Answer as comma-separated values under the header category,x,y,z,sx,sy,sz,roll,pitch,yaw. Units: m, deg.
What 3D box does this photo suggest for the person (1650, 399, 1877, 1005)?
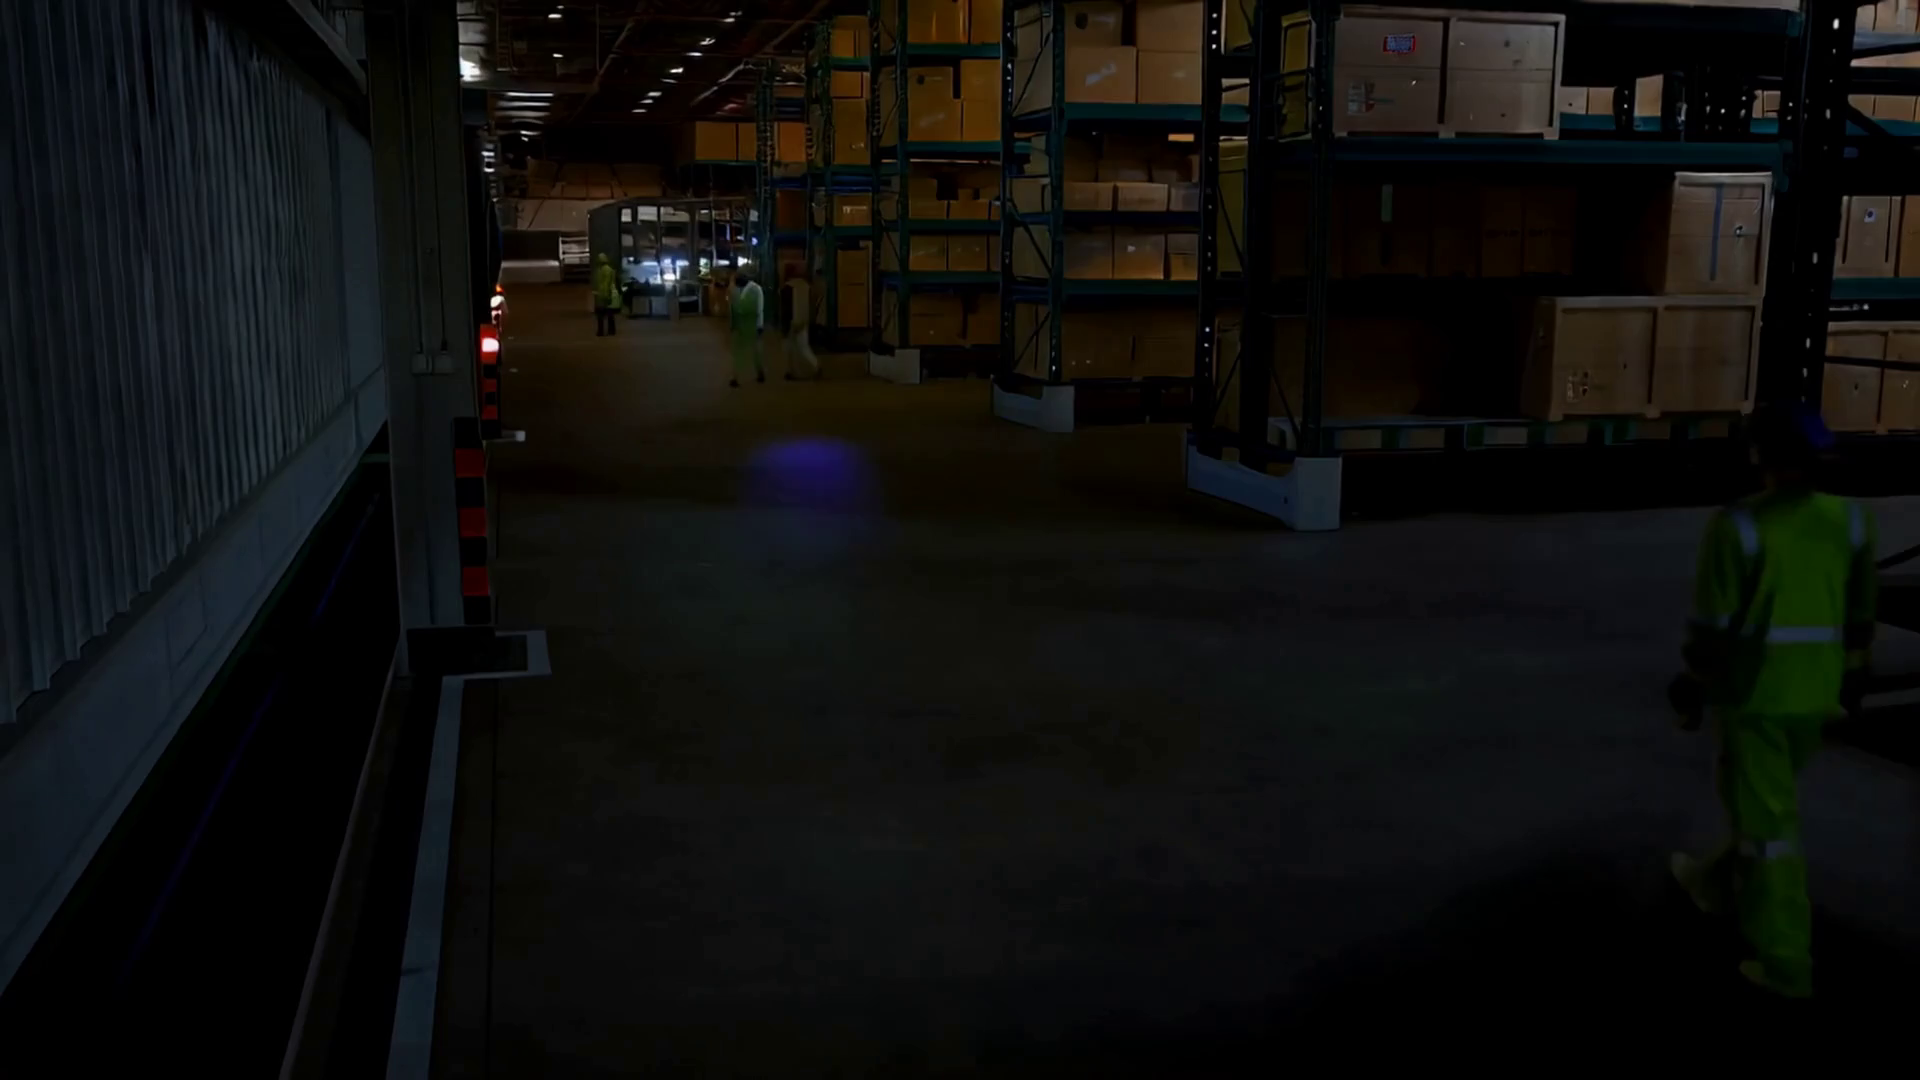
category,x,y,z,sx,sy,sz,roll,pitch,yaw
person,2.201,0.406,4.668,0.545,1.595,0.823,-2,10,-11

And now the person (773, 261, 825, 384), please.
category,x,y,z,sx,sy,sz,roll,pitch,yaw
person,-2.365,-3.169,24.342,0.717,1.816,0.666,6,12,33

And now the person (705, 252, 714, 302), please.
category,x,y,z,sx,sy,sz,roll,pitch,yaw
person,-9.221,-9.658,61.058,0.588,1.822,0.403,-7,12,-35

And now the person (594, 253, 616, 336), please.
category,x,y,z,sx,sy,sz,roll,pitch,yaw
person,-8.055,-5.564,37.730,0.554,1.886,0.934,2,10,10

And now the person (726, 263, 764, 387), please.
category,x,y,z,sx,sy,sz,roll,pitch,yaw
person,-3.100,-3.125,24.142,0.601,1.797,0.758,1,10,8
